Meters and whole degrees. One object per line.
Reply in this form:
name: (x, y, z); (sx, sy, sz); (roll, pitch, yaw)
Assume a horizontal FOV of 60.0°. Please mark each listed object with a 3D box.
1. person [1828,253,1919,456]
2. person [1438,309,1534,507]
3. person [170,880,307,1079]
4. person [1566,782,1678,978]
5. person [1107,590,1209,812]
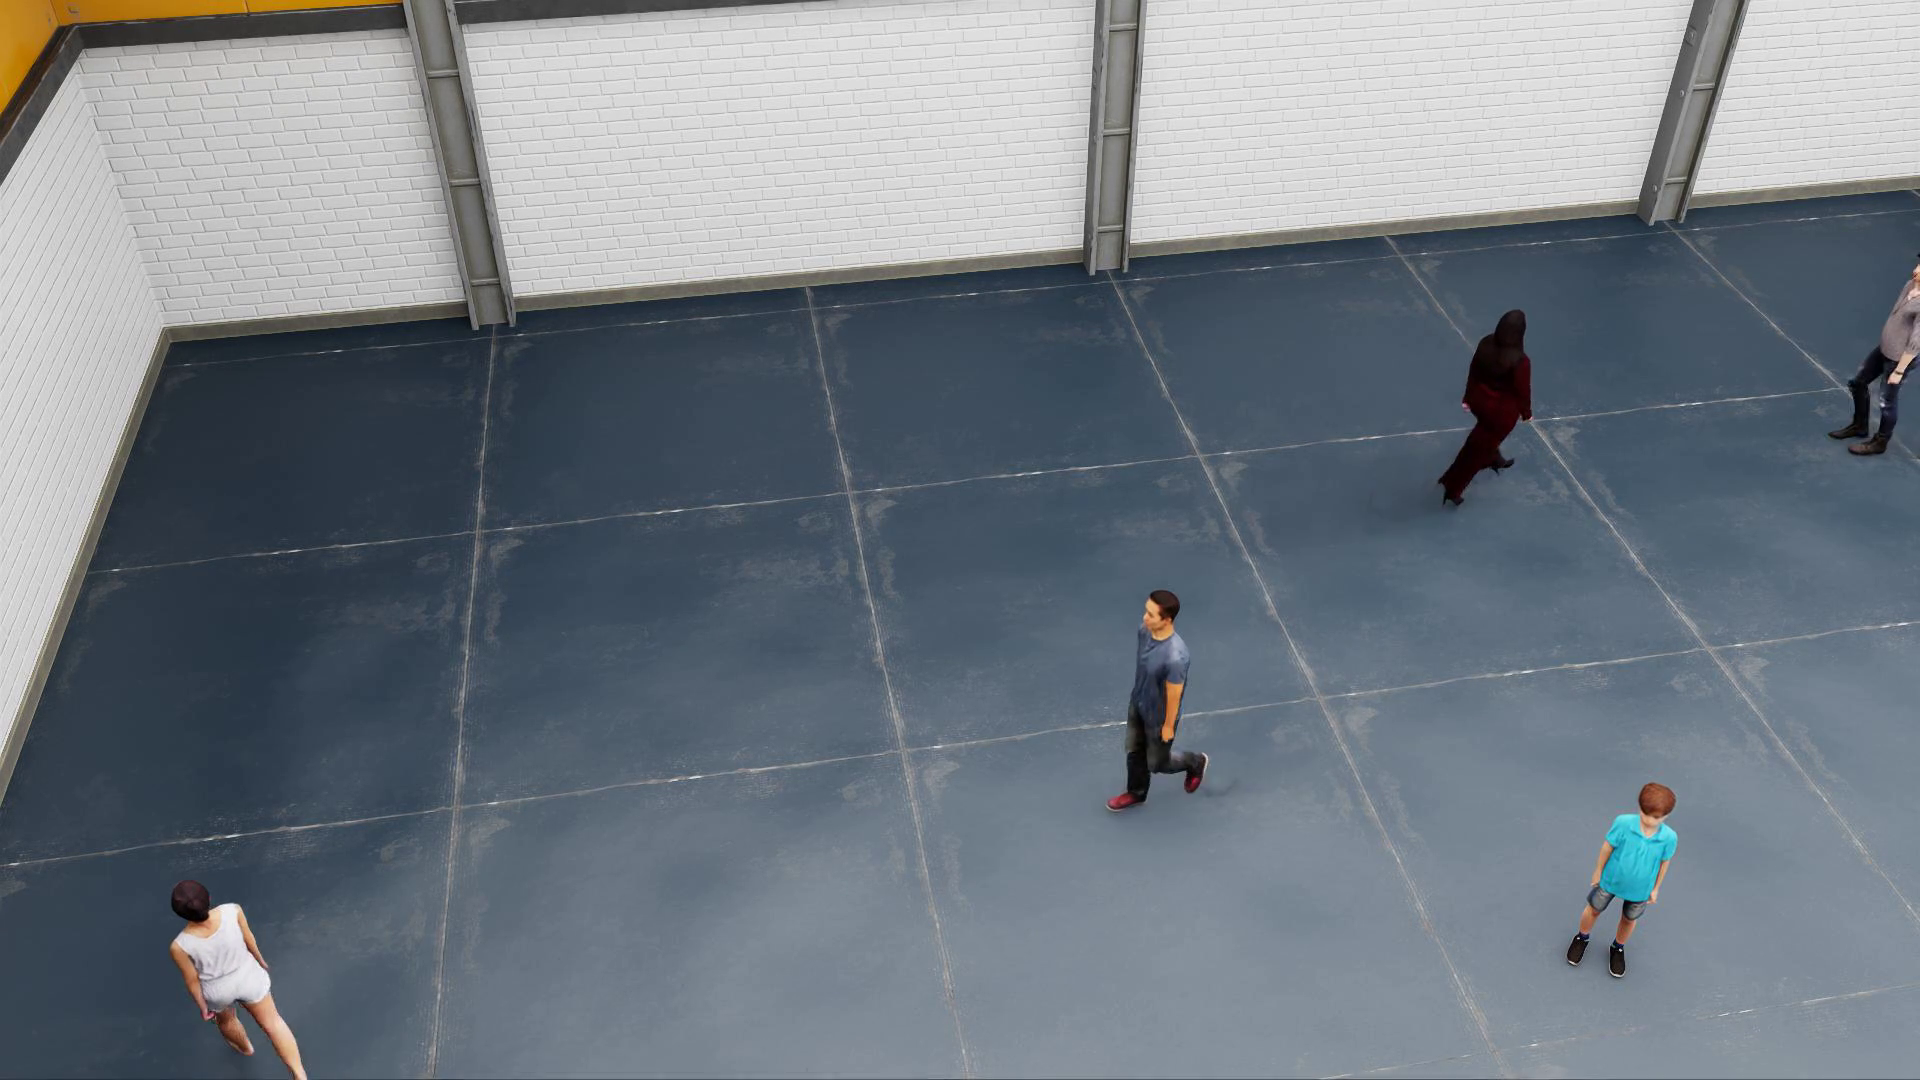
person: (7.767, -1.506, 13.621); (0.790, 1.894, 0.805); (5, 39, 6)
person: (4.125, -0.987, 13.117); (1.175, 1.711, 0.839); (-15, 41, -18)
person: (-3.894, 2.424, 8.948); (0.996, 1.584, 1.017); (31, 48, 33)
person: (3.877, 1.947, 9.653); (0.561, 1.449, 0.655); (13, 41, 16)
person: (1.317, 1.037, 10.521); (1.003, 1.789, 0.817); (-17, 41, -20)
